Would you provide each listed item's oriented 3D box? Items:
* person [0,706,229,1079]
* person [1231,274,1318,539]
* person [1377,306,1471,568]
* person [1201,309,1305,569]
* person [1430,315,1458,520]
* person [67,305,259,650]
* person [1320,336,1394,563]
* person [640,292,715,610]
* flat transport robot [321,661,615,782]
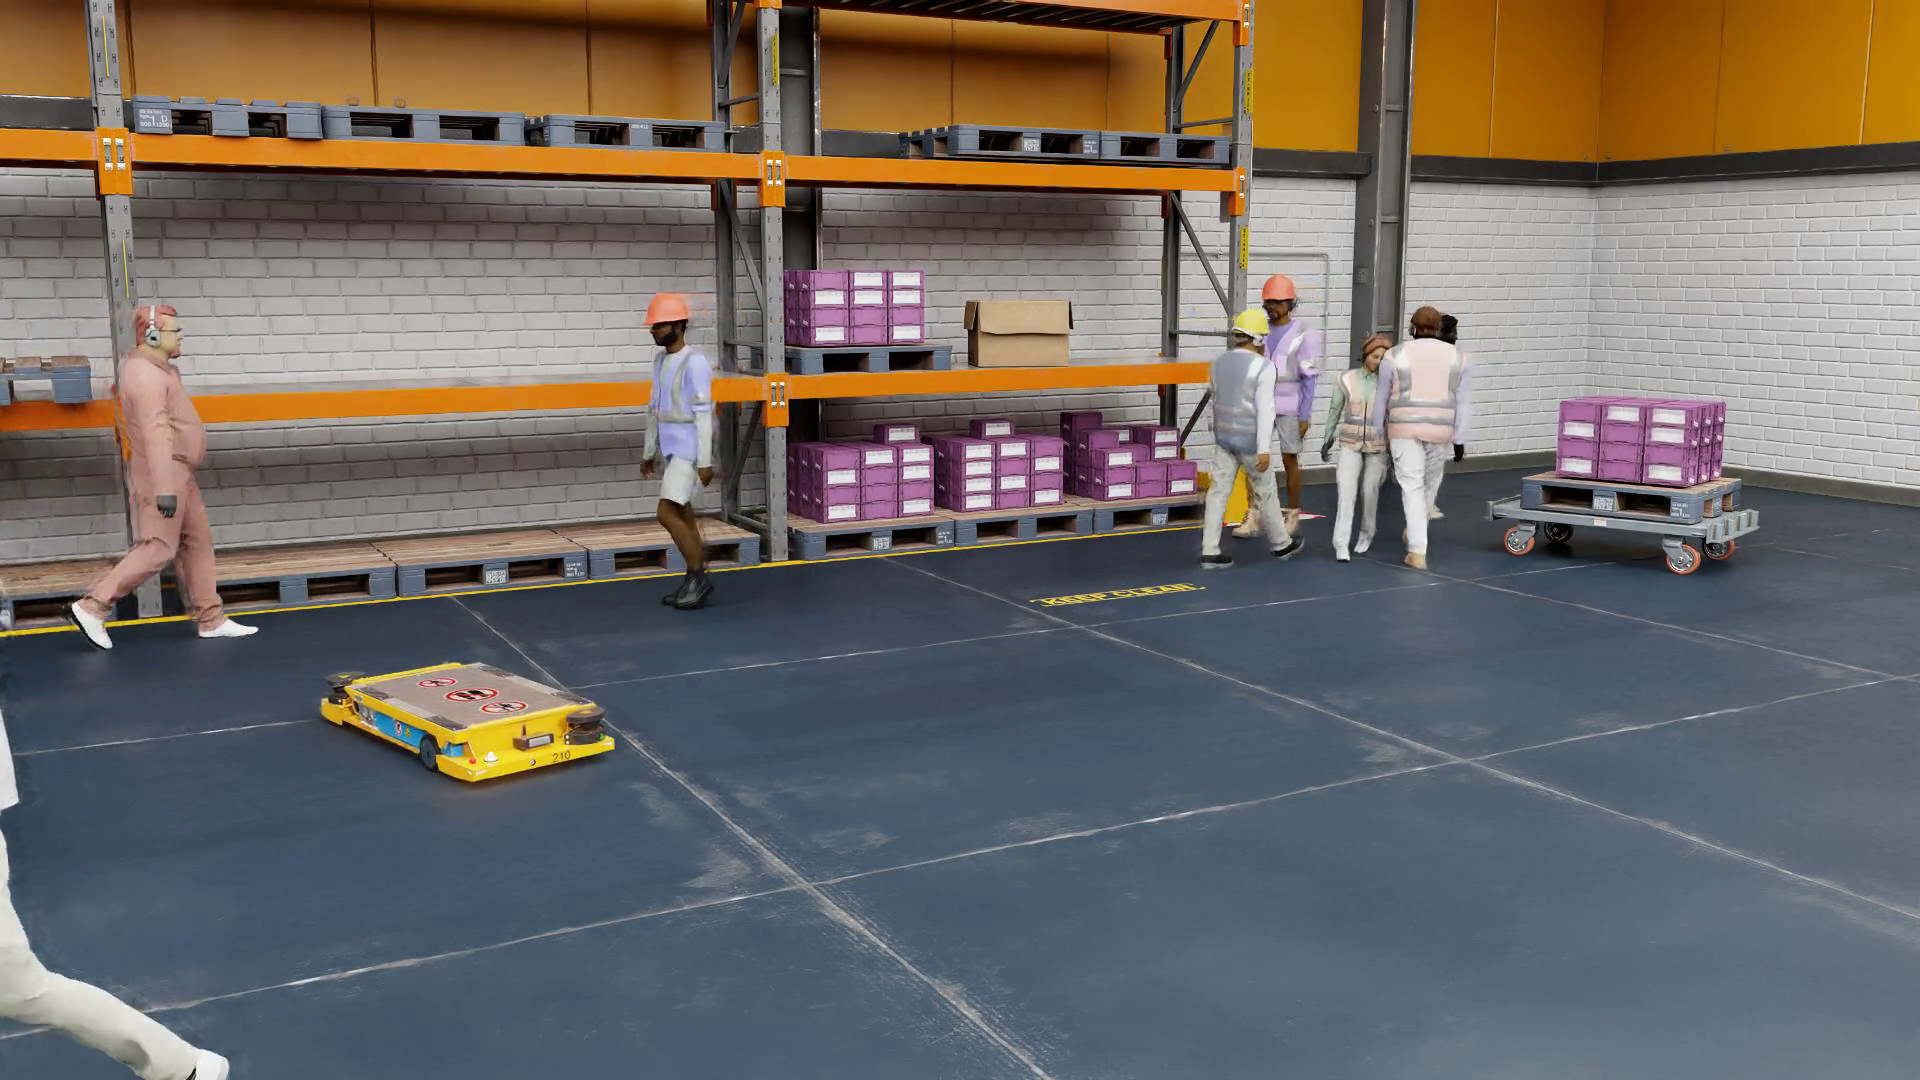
[{"bbox_3d":[-2.114,0.585,3.573,0.905,1.834,0.523,-7,12,-37],"label":"person"},{"bbox_3d":[2.367,-0.993,12.612,0.636,2.006,0.869,7,12,38],"label":"person"},{"bbox_3d":[3.218,-0.742,11.747,0.639,1.791,0.908,0,9,-1],"label":"person"},{"bbox_3d":[2.008,-0.700,11.510,0.915,1.779,0.621,-7,12,-38],"label":"person"},{"bbox_3d":[3.920,-1.016,13.761,0.327,1.689,0.537,2,9,9],"label":"person"},{"bbox_3d":[-4.384,-0.339,9.046,0.867,1.877,0.653,-4,10,-22],"label":"person"},{"bbox_3d":[2.856,-0.652,11.831,0.574,1.588,0.801,3,10,17],"label":"person"},{"bbox_3d":[-1.719,-0.529,10.081,0.464,1.921,0.566,-6,11,-32],"label":"person"},{"bbox_3d":[-2.176,0.754,7.261,0.652,0.197,1.431,-9,13,-43],"label":"flat transport robot"}]
